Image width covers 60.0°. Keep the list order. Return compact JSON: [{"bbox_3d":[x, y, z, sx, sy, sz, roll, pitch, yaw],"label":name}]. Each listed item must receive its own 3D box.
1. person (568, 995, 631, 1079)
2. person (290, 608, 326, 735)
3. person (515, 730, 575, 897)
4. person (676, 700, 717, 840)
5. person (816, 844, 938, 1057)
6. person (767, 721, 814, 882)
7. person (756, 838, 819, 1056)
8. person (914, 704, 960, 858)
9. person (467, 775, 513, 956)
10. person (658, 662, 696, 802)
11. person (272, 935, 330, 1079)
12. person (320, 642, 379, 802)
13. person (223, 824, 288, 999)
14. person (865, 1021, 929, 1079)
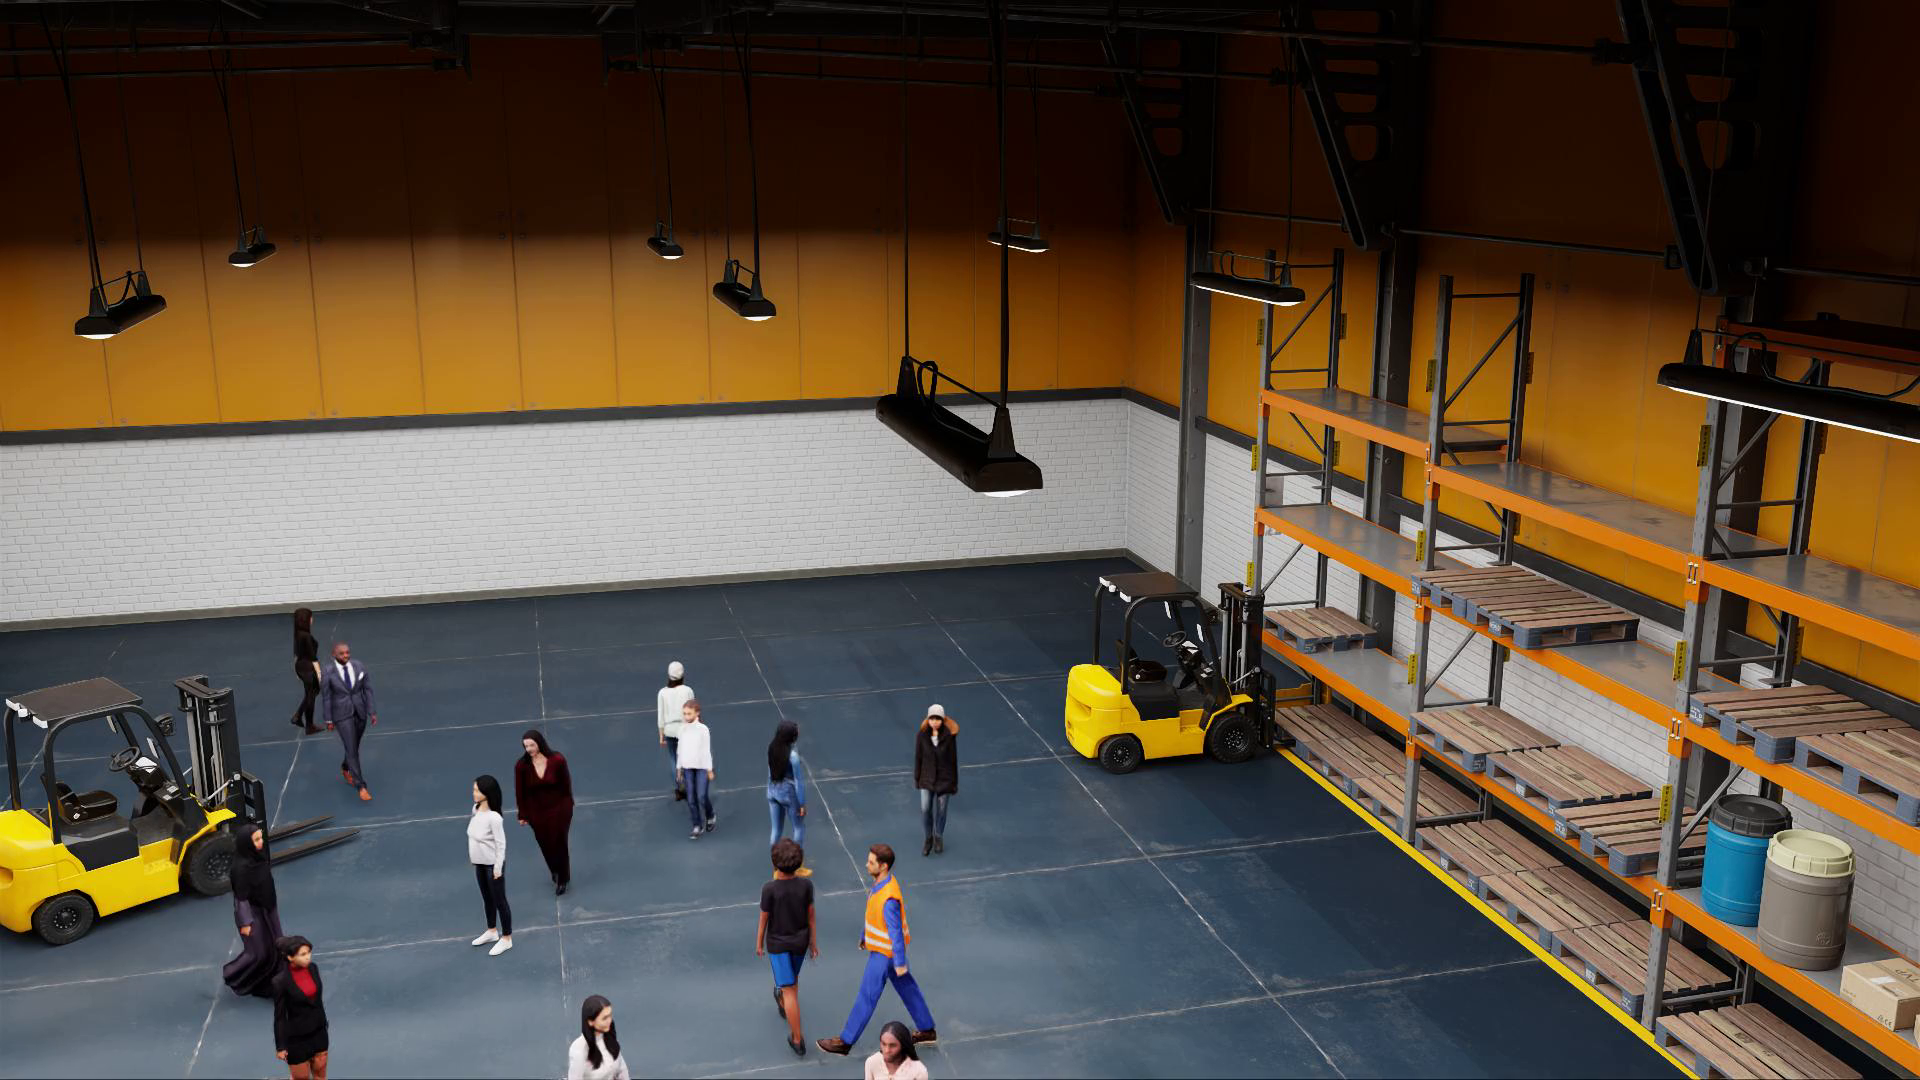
[{"bbox_3d":[-2.534,3.909,11.355,1.110,1.699,1.104,6,15,23],"label":"person"},{"bbox_3d":[-8.236,1.661,20.787,0.759,1.630,0.699,-12,18,-40],"label":"person"},{"bbox_3d":[-4.064,2.656,16.517,0.769,1.705,0.907,-3,14,-13],"label":"person"},{"bbox_3d":[-2.792,2.421,17.827,0.684,1.545,0.745,3,14,14],"label":"person"},{"bbox_3d":[-0.497,3.341,13.477,0.826,1.803,1.185,-3,14,-11],"label":"person"},{"bbox_3d":[-1.757,2.605,16.749,0.722,1.695,0.800,6,15,23],"label":"person"},{"bbox_3d":[-1.380,3.346,13.572,0.736,1.749,1.142,-6,15,-23],"label":"person"},{"bbox_3d":[-0.238,2.476,17.434,0.716,1.624,0.731,1,14,3],"label":"person"},{"bbox_3d":[-4.311,2.958,15.280,0.652,1.700,0.757,13,19,42],"label":"person"},{"bbox_3d":[-3.152,2.175,18.644,0.698,1.640,0.841,-1,14,-5],"label":"person"},{"bbox_3d":[-4.926,3.699,12.373,0.839,1.628,0.778,8,16,31],"label":"person"},{"bbox_3d":[-6.992,2.016,18.994,1.069,1.783,1.321,-12,18,-41],"label":"person"},{"bbox_3d":[-6.155,3.221,14.395,0.853,1.606,0.864,2,14,9],"label":"person"},{"bbox_3d":[-0.372,3.959,11.135,0.775,1.705,0.814,4,14,14],"label":"person"}]
